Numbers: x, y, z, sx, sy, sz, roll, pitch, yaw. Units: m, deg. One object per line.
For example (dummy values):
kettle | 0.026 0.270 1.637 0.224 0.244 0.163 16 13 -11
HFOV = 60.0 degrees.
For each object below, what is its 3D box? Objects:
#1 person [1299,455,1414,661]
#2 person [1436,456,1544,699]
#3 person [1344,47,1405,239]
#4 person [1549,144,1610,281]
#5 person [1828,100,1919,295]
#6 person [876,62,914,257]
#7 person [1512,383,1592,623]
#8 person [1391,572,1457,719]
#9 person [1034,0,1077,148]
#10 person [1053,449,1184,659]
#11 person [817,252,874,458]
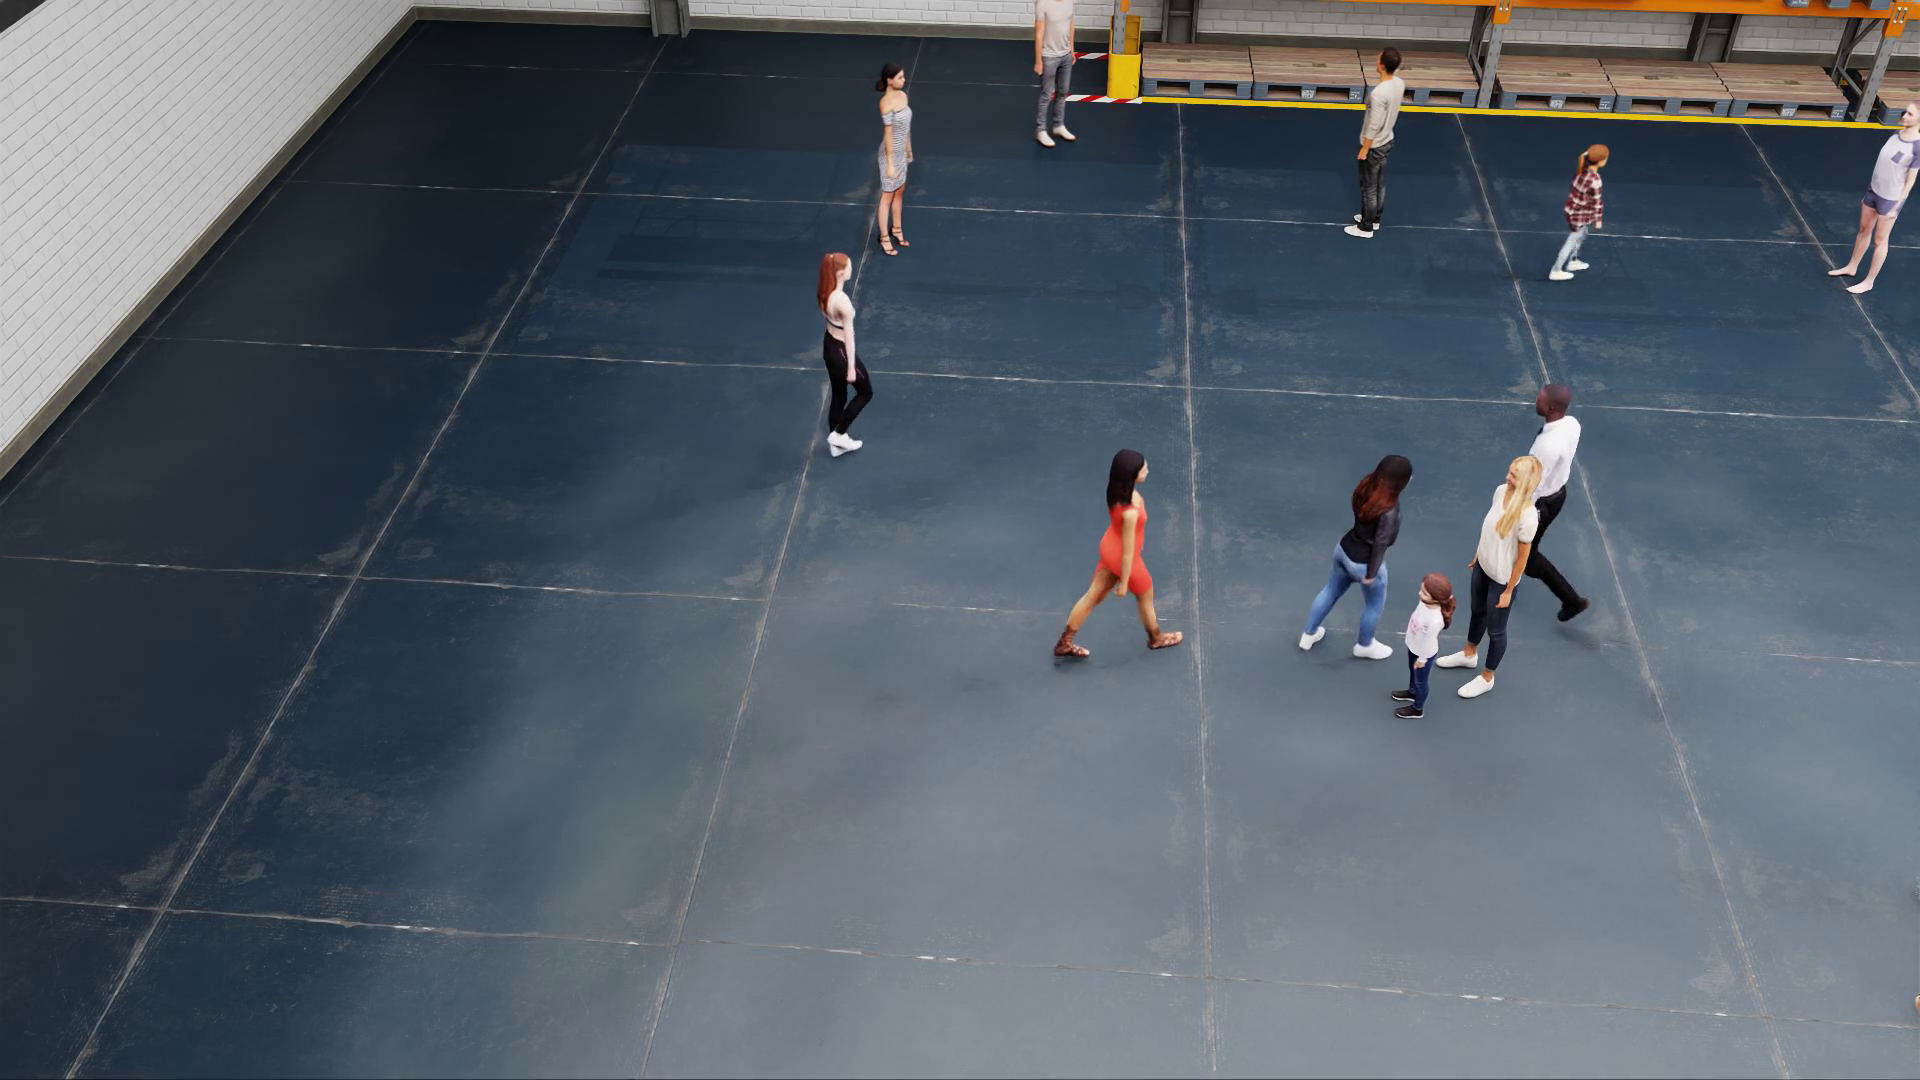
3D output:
person | 2.561 0.123 10.810 0.911 1.605 0.783 -11 40 -13
person | 3.412 0.214 10.532 0.605 1.809 0.648 -8 39 -10
person | 3.872 -3.681 15.407 0.733 1.811 0.736 26 45 28
person | 5.483 -2.911 14.861 0.695 1.290 0.598 -2 39 -3
person | 8.164 -3.038 14.639 0.628 1.767 0.630 -5 39 -7
person | -0.619 -3.472 15.139 0.633 1.821 0.659 16 41 19
person | 3.928 -0.194 11.042 1.127 1.811 0.939 23 44 26
person | 2.943 0.658 10.535 0.492 1.112 0.461 -2 39 -3
person | 0.957 -4.960 16.948 0.747 1.887 0.806 -28 47 -31
person | 0.953 0.141 10.731 1.197 1.674 0.899 -12 40 -15
person | -0.979 -1.353 12.554 0.768 1.735 0.732 -19 42 -22
